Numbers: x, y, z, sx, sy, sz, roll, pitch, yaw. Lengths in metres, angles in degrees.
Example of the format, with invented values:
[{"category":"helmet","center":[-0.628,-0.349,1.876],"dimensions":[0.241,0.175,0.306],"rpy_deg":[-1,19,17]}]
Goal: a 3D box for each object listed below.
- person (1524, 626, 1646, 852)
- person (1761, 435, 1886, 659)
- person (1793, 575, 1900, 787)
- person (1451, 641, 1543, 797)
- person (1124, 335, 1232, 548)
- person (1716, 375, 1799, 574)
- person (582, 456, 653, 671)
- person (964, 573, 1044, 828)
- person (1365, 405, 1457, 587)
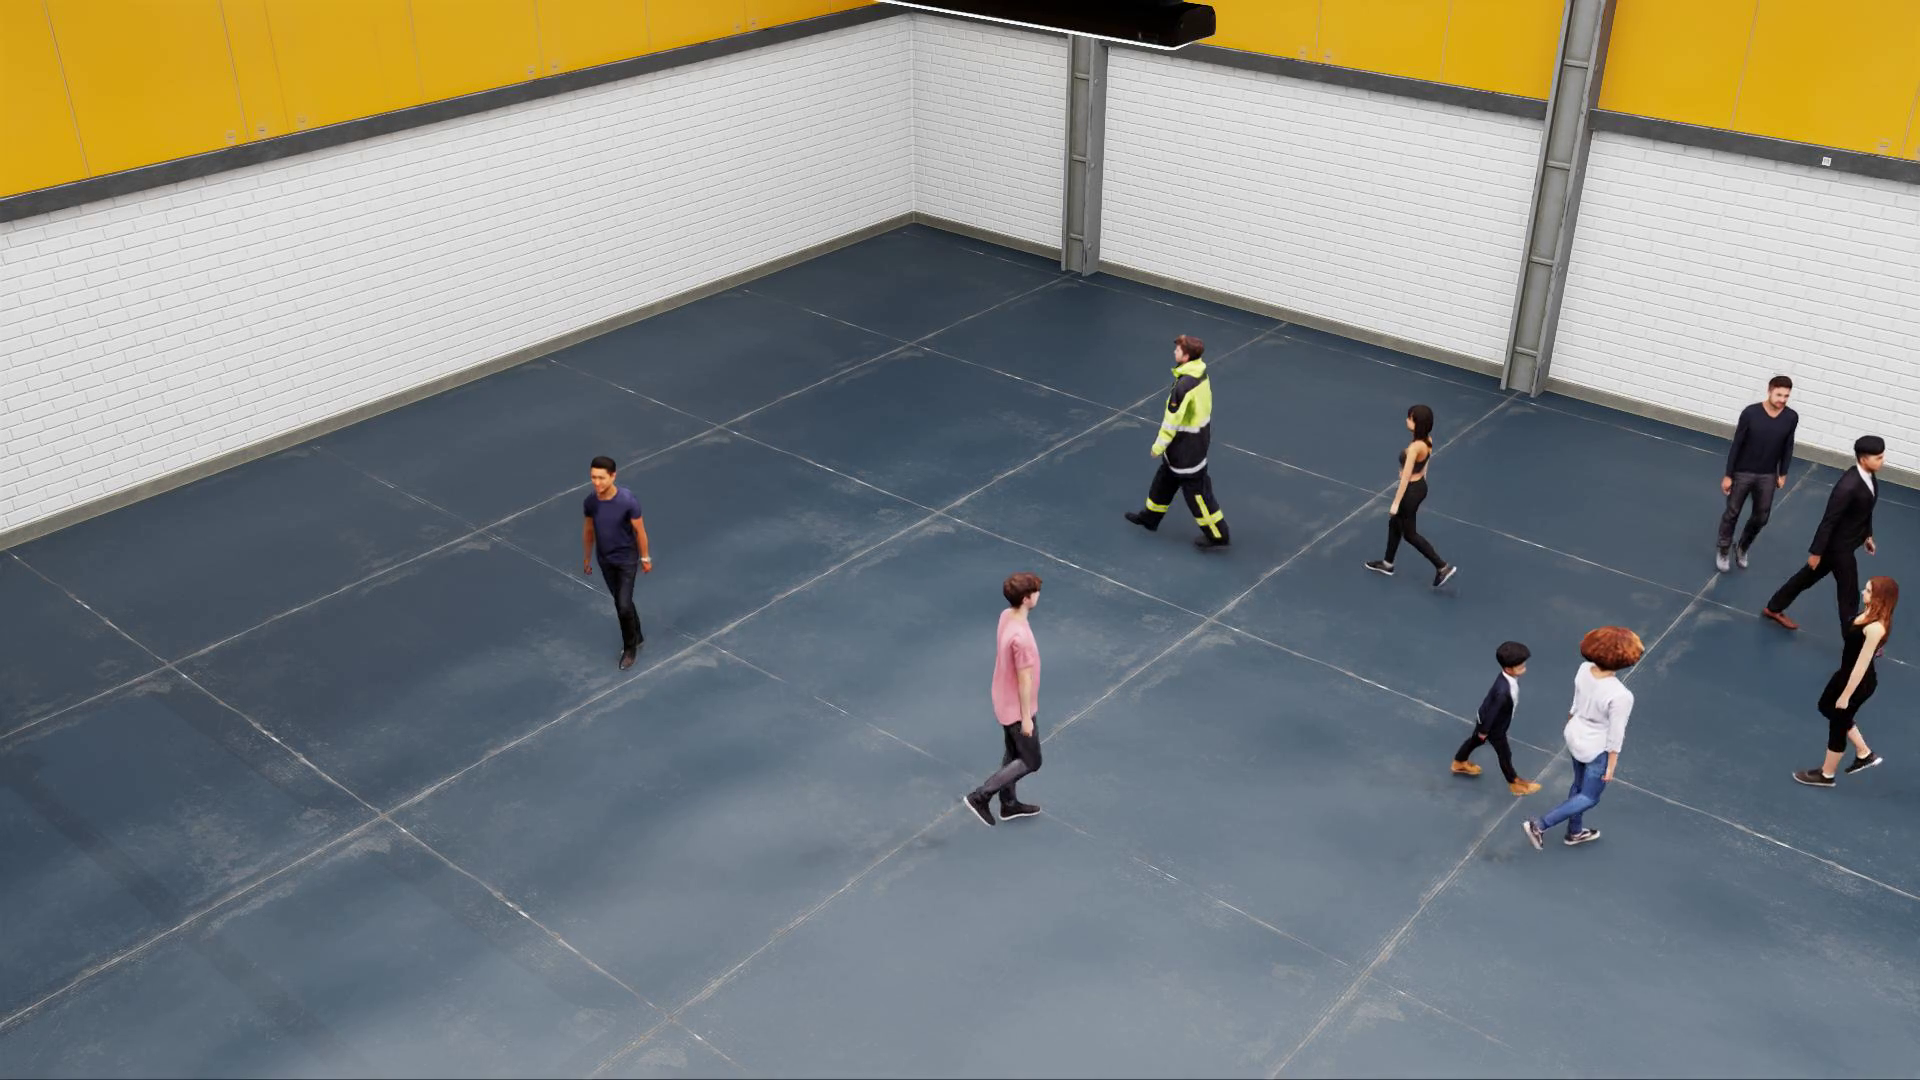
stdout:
[{"category":"person","center":[4.054,1.351,10.895],"dimensions":[0.982,1.687,0.974],"rpy_deg":[-8,30,-15]},{"category":"person","center":[6.907,-0.009,13.232],"dimensions":[1.170,1.837,0.690],"rpy_deg":[22,36,35]},{"category":"person","center":[6.272,1.003,11.501],"dimensions":[0.837,1.719,0.715],"rpy_deg":[12,31,20]},{"category":"person","center":[3.690,1.228,11.640],"dimensions":[0.911,1.189,0.672],"rpy_deg":[11,31,20]},{"category":"person","center":[2.074,-0.817,14.606],"dimensions":[1.373,1.939,1.066],"rpy_deg":[11,30,19]},{"category":"person","center":[6.802,-0.605,14.312],"dimensions":[0.736,1.849,0.853],"rpy_deg":[8,30,14]},{"category":"person","center":[-2.641,0.105,13.087],"dimensions":[0.795,1.775,0.862],"rpy_deg":[10,30,18]},{"category":"person","center":[0.281,1.109,11.069],"dimensions":[0.938,1.945,0.891],"rpy_deg":[-5,29,-10]},{"category":"person","center":[3.894,-0.341,14.067],"dimensions":[1.053,1.620,0.674],"rpy_deg":[15,32,26]}]
